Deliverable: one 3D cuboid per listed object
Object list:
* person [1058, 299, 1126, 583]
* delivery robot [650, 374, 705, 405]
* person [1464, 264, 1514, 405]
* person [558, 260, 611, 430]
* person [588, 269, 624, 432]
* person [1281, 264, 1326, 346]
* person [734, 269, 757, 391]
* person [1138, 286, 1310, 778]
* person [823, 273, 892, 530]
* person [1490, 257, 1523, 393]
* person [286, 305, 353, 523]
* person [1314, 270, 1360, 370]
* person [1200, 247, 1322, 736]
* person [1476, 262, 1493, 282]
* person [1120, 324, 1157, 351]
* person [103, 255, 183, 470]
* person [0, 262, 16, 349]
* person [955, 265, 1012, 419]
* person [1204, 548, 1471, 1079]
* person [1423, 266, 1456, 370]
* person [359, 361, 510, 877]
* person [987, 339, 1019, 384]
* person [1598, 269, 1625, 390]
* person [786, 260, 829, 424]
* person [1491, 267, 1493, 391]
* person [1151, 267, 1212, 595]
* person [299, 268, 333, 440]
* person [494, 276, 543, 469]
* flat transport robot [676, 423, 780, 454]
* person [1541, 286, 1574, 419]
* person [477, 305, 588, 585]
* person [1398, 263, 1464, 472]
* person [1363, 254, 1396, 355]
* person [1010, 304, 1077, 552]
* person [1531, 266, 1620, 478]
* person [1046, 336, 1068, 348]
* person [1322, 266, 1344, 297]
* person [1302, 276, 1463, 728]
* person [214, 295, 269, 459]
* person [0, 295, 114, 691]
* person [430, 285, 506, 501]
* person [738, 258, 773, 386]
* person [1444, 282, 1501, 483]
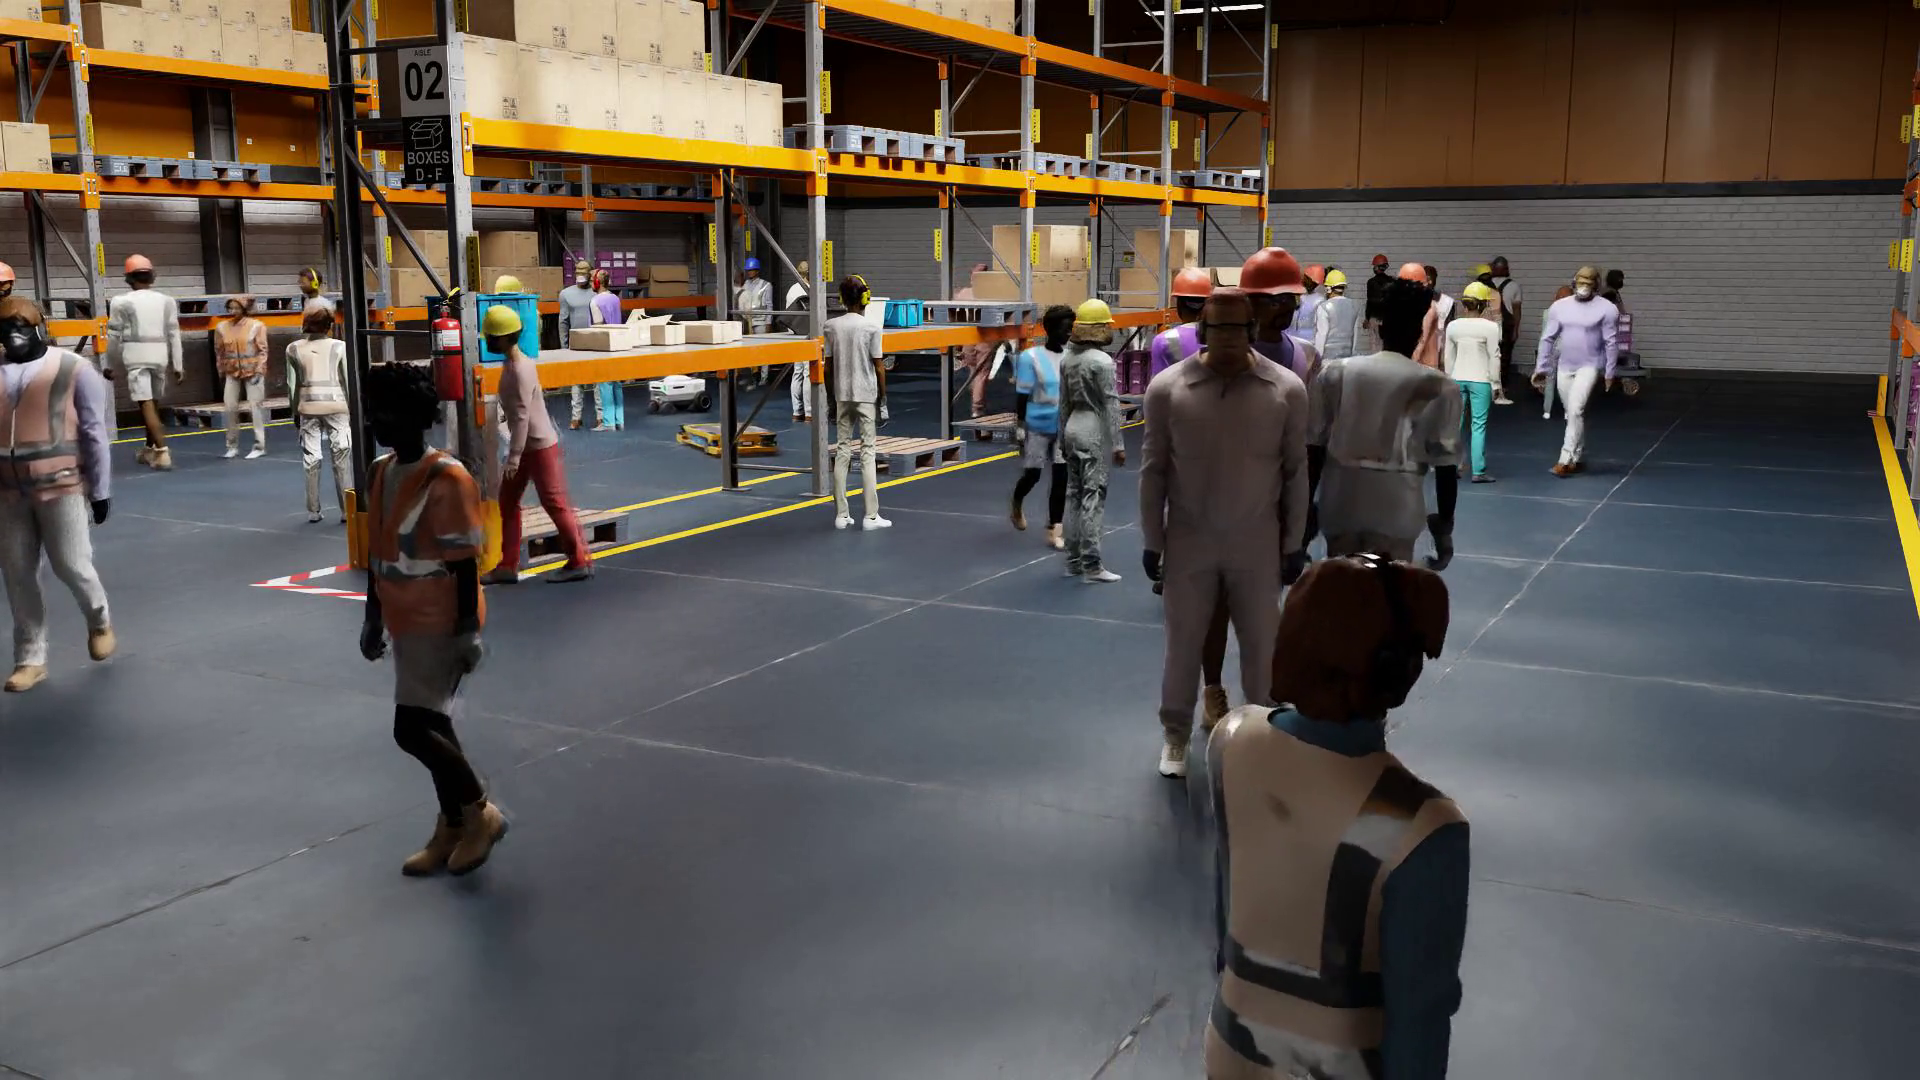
[{"bbox_3d":[0.843,-0.606,10.272,0.404,1.738,0.528,-6,12,-33],"label":"person"},{"bbox_3d":[-3.562,-1.913,20.973,0.477,0.478,0.707,8,13,40],"label":"delivery robot"},{"bbox_3d":[7.001,-2.748,22.263,0.674,1.883,0.671,-4,11,-22],"label":"person"},{"bbox_3d":[-4.272,-2.224,19.046,0.636,1.937,0.358,-1,10,-4],"label":"person"},{"bbox_3d":[-3.998,-2.140,18.828,0.373,1.843,0.571,3,10,14],"label":"person"},{"bbox_3d":[3.979,-2.295,19.629,0.673,1.890,0.369,5,11,28],"label":"person"},{"bbox_3d":[-3.215,-3.013,24.040,0.524,1.799,0.951,2,10,14],"label":"person"},{"bbox_3d":[1.004,-0.013,6.374,0.649,1.899,0.400,1,10,7],"label":"person"},{"bbox_3d":[-0.754,-1.005,12.173,0.514,1.876,0.328,4,11,22],"label":"person"},{"bbox_3d":[7.637,-3.073,23.664,0.694,2.000,1.074,5,11,28],"label":"person"},{"bbox_3d":[-4.768,-0.939,12.476,0.514,1.639,0.310,0,10,0],"label":"person"},{"bbox_3d":[4.098,-2.039,18.275,0.588,1.835,0.403,-6,12,-31],"label":"person"},{"bbox_3d":[1.257,-0.180,6.908,0.609,2.044,0.395,-5,11,-28],"label":"person"},{"bbox_3d":[8.234,-3.400,26.039,0.650,1.884,0.789,8,13,39],"label":"person"},{"bbox_3d":[2.917,-3.565,27.253,0.606,1.792,0.915,-2,10,-9],"label":"person"},{"bbox_3d":[-7.654,-1.663,15.600,0.912,2.004,0.610,7,12,36],"label":"person"},{"bbox_3d":[-8.809,-1.597,15.414,0.543,1.939,0.361,-4,10,-21],"label":"person"},{"bbox_3d":[0.319,-2.444,20.524,0.651,1.871,0.916,5,11,28],"label":"person"},{"bbox_3d":[0.469,0.813,2.418,0.749,1.618,0.519,-6,12,-32],"label":"person"},{"bbox_3d":[4.863,-1.934,17.539,0.596,1.883,0.888,5,11,29],"label":"person"},{"bbox_3d":[-1.718,0.274,5.312,0.390,1.688,0.535,-9,13,-42],"label":"person"},{"bbox_3d":[0.656,-3.300,25.752,1.009,1.785,0.646,-7,12,-34],"label":"person"},{"bbox_3d":[9.501,-3.094,24.543,0.972,1.795,0.616,5,11,28],"label":"person"},{"bbox_3d":[-1.813,-2.344,19.737,0.358,1.938,0.636,-7,12,-36],"label":"person"},{"bbox_3d":[7.459,-3.038,24.073,0.810,1.838,0.576,-5,11,-27],"label":"person"},{"bbox_3d":[1.351,-0.621,9.765,0.542,1.939,0.362,-3,10,-17],"label":"person"},{"bbox_3d":[-6.963,-2.004,18.018,0.375,1.878,0.553,-10,14,-44],"label":"person"},{"bbox_3d":[-4.131,-1.539,15.440,0.609,1.808,0.544,5,11,27],"label":"person"},{"bbox_3d":[-2.404,-1.056,17.106,0.652,0.197,1.431,-5,11,-25],"label":"flat transport robot"},{"bbox_3d":[7.347,-2.284,20.303,0.494,1.624,0.283,3,10,16],"label":"person"},{"bbox_3d":[-2.627,-0.554,10.019,0.791,1.701,0.537,-5,11,-25],"label":"person"},{"bbox_3d":[4.212,-1.571,15.323,0.974,1.934,0.602,-2,10,-9],"label":"person"},{"bbox_3d":[6.786,-3.617,26.945,0.610,1.996,0.378,-6,11,-30],"label":"person"},{"bbox_3d":[0.574,-0.786,11.460,0.541,1.678,0.658,-4,11,-23],"label":"person"},{"bbox_3d":[5.511,-1.506,14.990,0.918,1.891,0.662,-8,13,-39],"label":"person"},{"bbox_3d":[1.507,-3.408,25.927,0.585,1.928,0.378,3,10,17],"label":"person"},{"bbox_3d":[5.160,-2.853,23.037,0.648,1.826,0.366,-9,13,-43],"label":"person"},{"bbox_3d":[1.709,-0.085,6.715,0.630,1.912,0.808,8,12,38],"label":"person"},{"bbox_3d":[-7.066,-1.596,16.379,0.541,1.613,0.425,-1,10,-5],"label":"person"},{"bbox_3d":[-4.340,-0.231,7.829,0.652,1.830,0.578,-1,10,-5],"label":"person"},{"bbox_3d":[-3.614,-1.027,12.290,0.581,1.882,0.395,-2,10,-10],"label":"person"},{"bbox_3d":[-3.130,-3.315,25.333,0.605,1.948,0.391,4,10,20],"label":"person"},{"bbox_3d":[4.517,-1.384,14.673,0.304,1.772,0.525,-9,14,-44],"label":"person"}]
